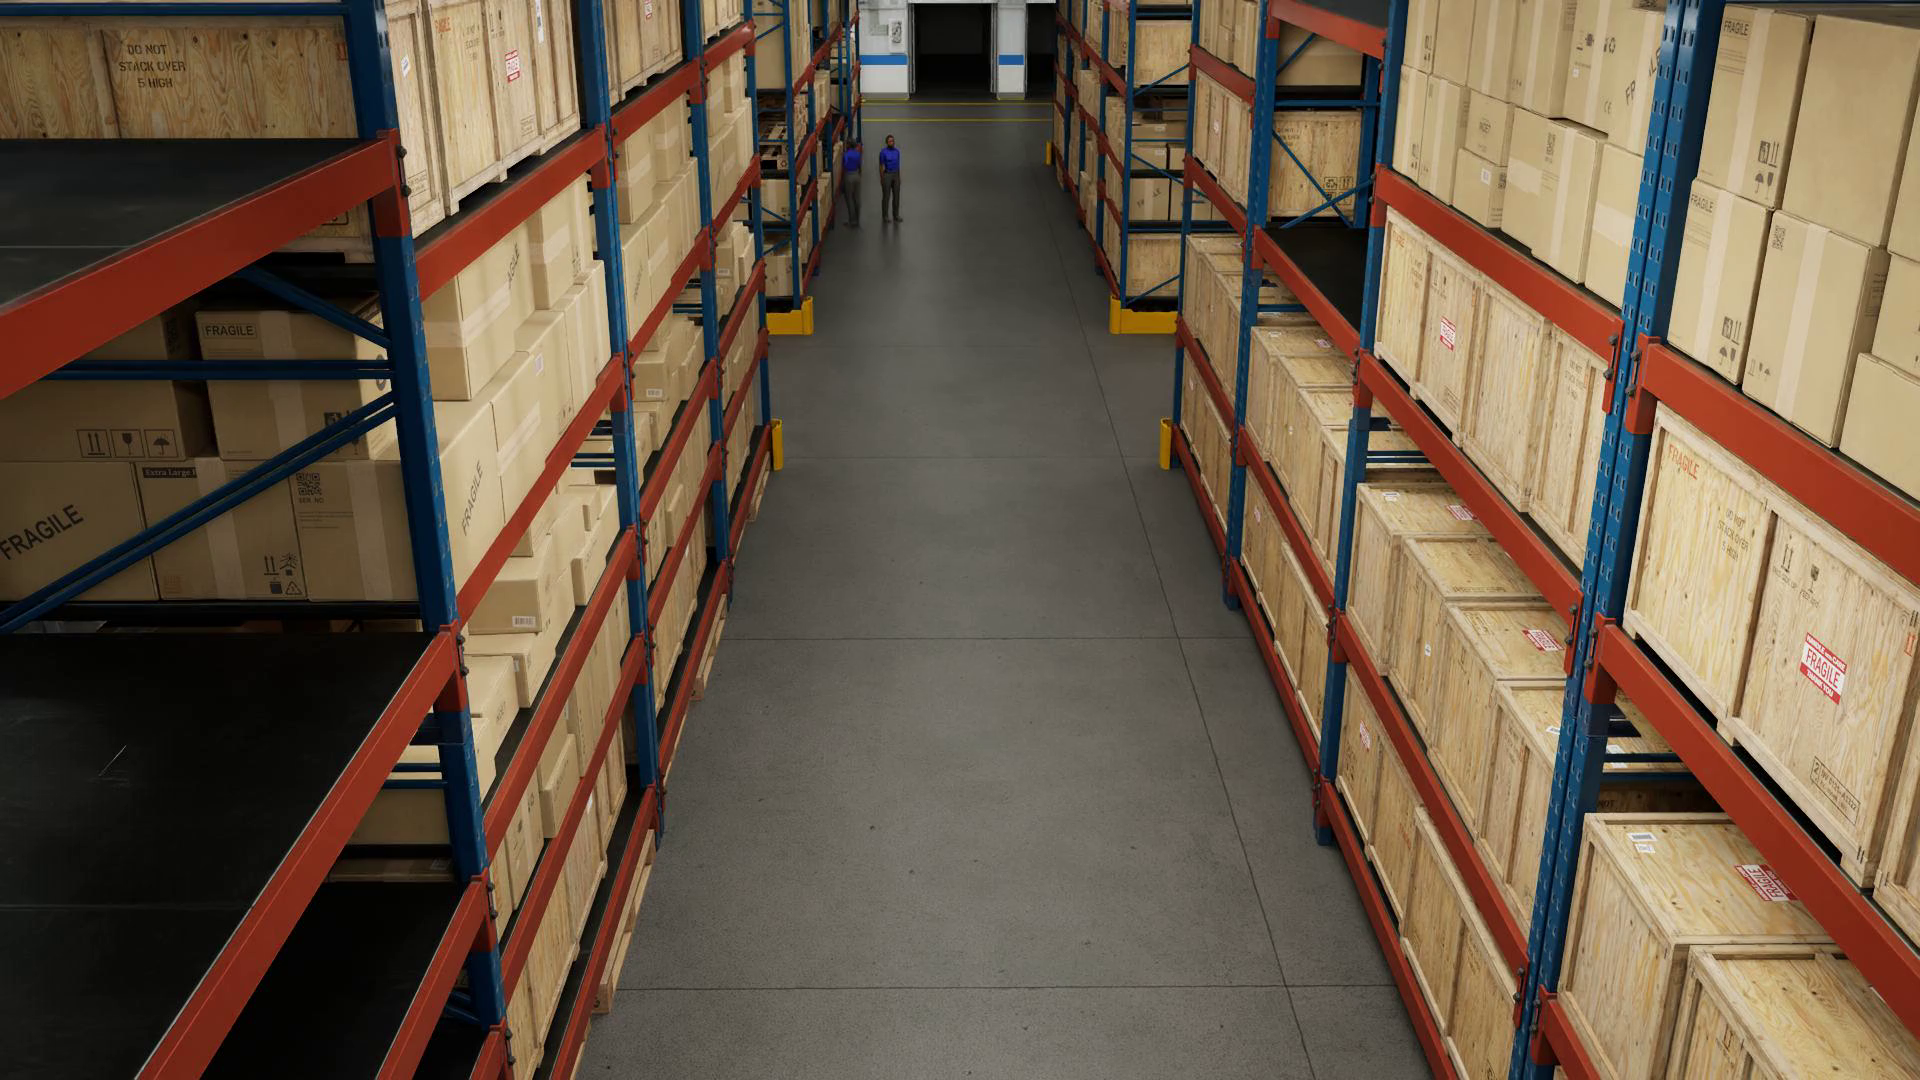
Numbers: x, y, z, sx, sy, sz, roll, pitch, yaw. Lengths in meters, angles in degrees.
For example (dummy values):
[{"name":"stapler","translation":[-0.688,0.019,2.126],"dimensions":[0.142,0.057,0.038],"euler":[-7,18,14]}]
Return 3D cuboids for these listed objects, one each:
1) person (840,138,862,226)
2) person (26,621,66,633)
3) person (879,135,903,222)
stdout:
[{"name":"person","translation":[-2.102,-6.965,32.302],"dimensions":[0.499,1.667,0.419],"euler":[-18,28,-38]},{"name":"person","translation":[-7.966,0.146,14.139],"dimensions":[0.564,1.771,0.390],"euler":[11,24,27]},{"name":"person","translation":[-1.345,-7.104,32.678],"dimensions":[0.438,1.657,0.348],"euler":[-13,25,-29]}]
